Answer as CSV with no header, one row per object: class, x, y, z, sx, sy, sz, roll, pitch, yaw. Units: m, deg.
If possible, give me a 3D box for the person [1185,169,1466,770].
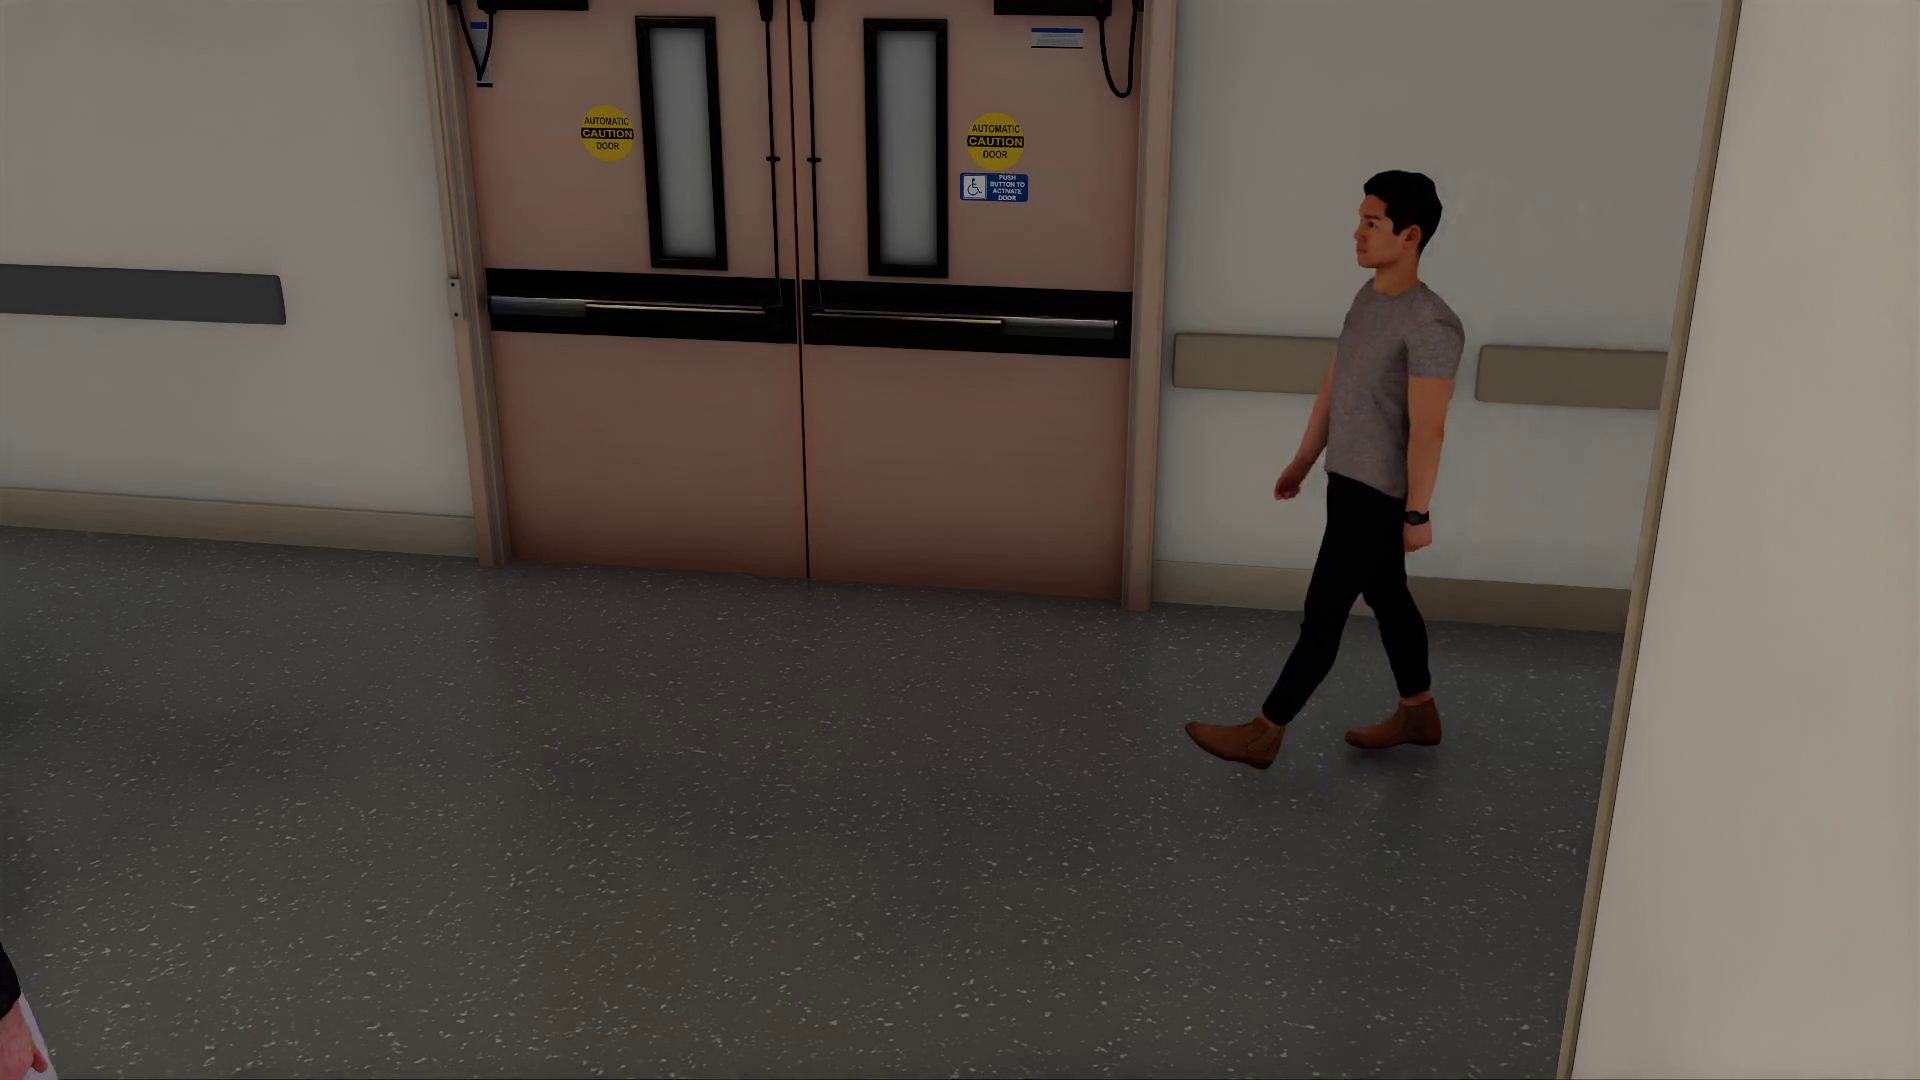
person,1.215,-0.150,4.597,1.075,1.686,0.756,-1,21,-3
